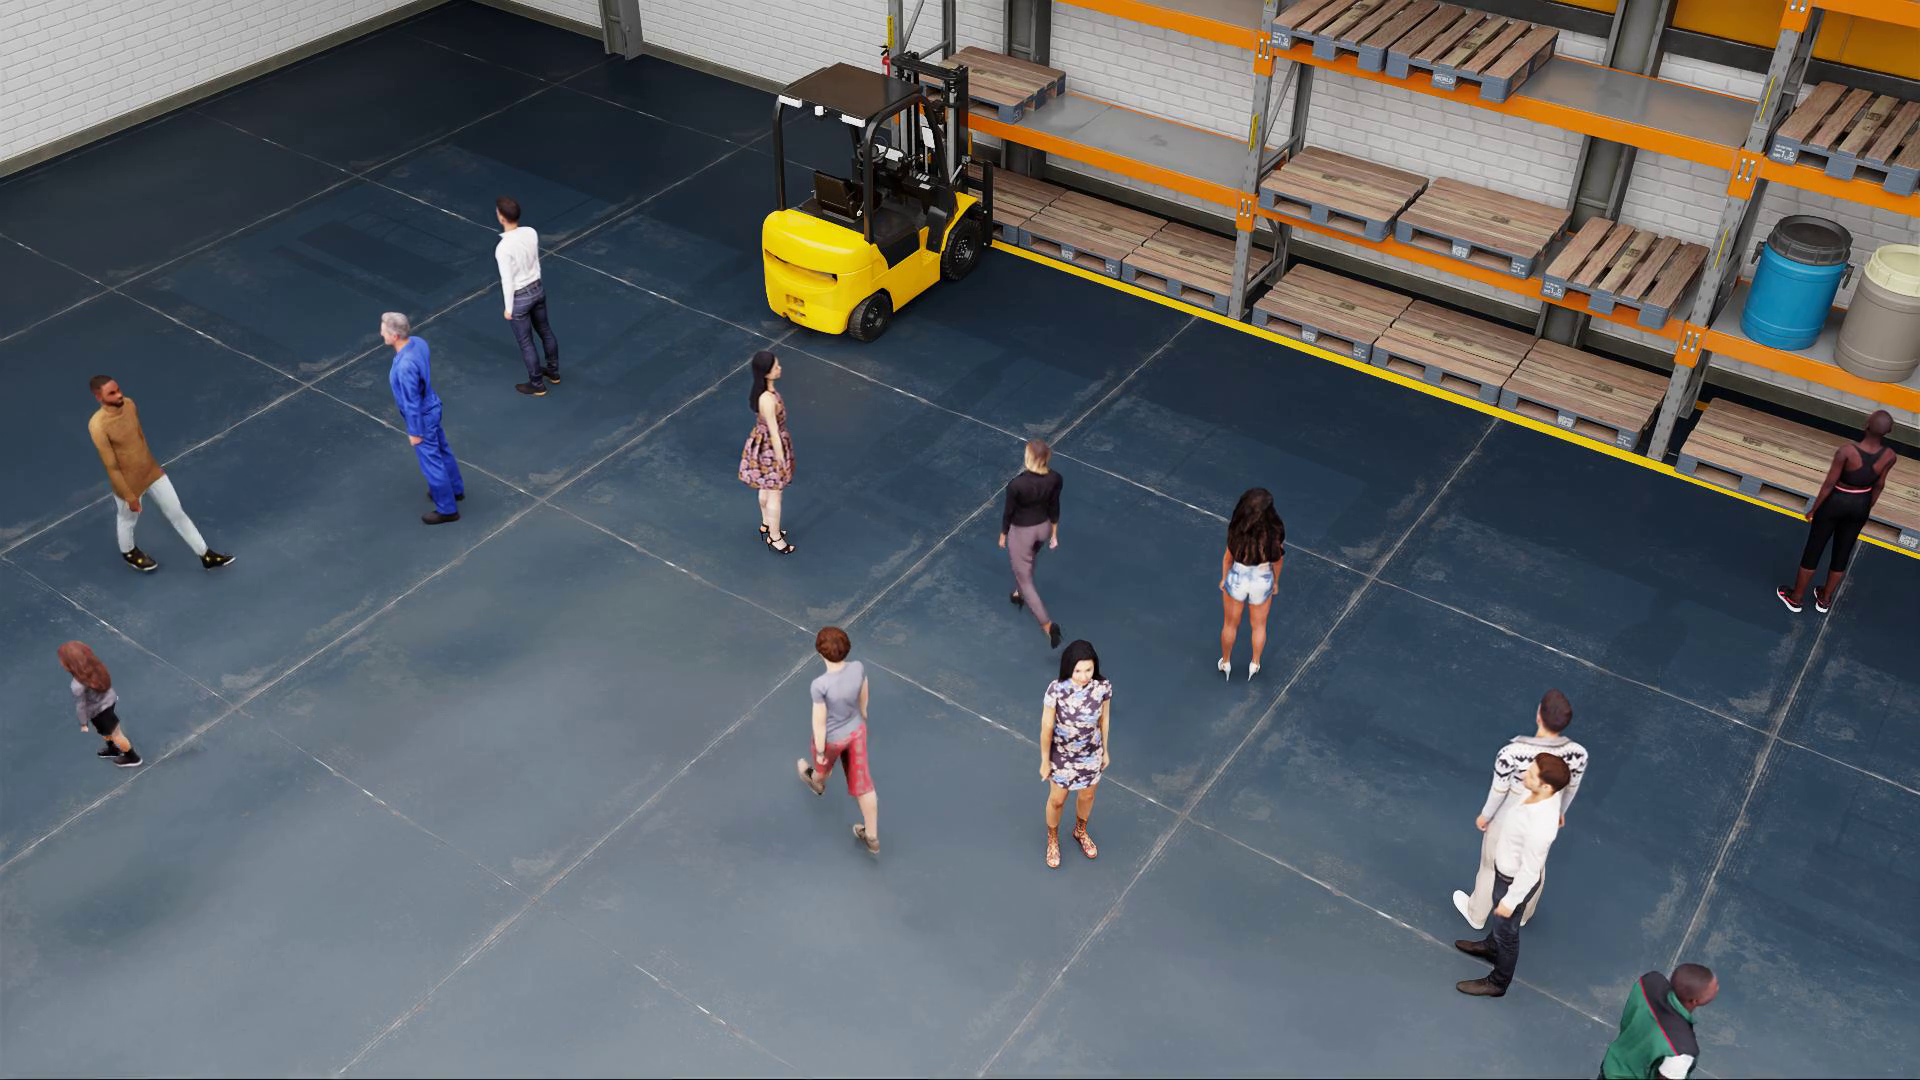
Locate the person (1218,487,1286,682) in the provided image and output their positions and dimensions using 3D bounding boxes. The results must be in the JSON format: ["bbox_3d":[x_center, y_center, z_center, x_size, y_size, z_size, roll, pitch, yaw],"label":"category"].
[{"bbox_3d":[2.003,0.321,11.562,0.636,1.623,0.725,4,39,5],"label":"person"}]

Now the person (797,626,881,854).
[{"bbox_3d":[-0.694,1.277,10.380,0.914,1.604,1.228,-22,43,-25],"label":"person"}]

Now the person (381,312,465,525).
[{"bbox_3d":[-4.194,-0.974,13.021,0.817,1.825,0.780,-4,39,-5],"label":"person"}]

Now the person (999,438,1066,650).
[{"bbox_3d":[0.539,0.049,11.891,0.864,1.636,1.127,-21,43,-24],"label":"person"}]

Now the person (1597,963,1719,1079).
[{"bbox_3d":[3.339,2.749,8.392,1.273,1.785,1.160,-3,39,-3],"label":"person"}]

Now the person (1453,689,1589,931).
[{"bbox_3d":[3.315,1.610,9.756,0.738,1.862,0.824,-3,39,-3],"label":"person"}]

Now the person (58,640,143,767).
[{"bbox_3d":[-5.653,1.091,11.020,0.661,1.096,0.604,-2,39,-3],"label":"person"}]

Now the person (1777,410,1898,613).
[{"bbox_3d":[6.431,-0.205,12.112,0.619,1.758,0.724,4,39,4],"label":"person"}]

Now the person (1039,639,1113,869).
[{"bbox_3d":[0.712,1.307,10.239,0.678,1.733,0.716,-10,40,-12],"label":"person"}]

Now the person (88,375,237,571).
[{"bbox_3d":[-6.242,-0.458,12.425,1.269,1.764,0.912,10,40,13],"label":"person"}]

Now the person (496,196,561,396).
[{"bbox_3d":[-3.764,-2.116,14.417,0.598,1.868,0.626,20,43,23],"label":"person"}]

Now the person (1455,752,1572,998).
[{"bbox_3d":[3.153,1.884,9.406,0.666,1.871,0.721,9,40,12],"label":"person"}]

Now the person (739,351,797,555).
[{"bbox_3d":[-1.433,-0.676,12.689,0.863,1.773,0.790,-12,40,-14],"label":"person"}]
